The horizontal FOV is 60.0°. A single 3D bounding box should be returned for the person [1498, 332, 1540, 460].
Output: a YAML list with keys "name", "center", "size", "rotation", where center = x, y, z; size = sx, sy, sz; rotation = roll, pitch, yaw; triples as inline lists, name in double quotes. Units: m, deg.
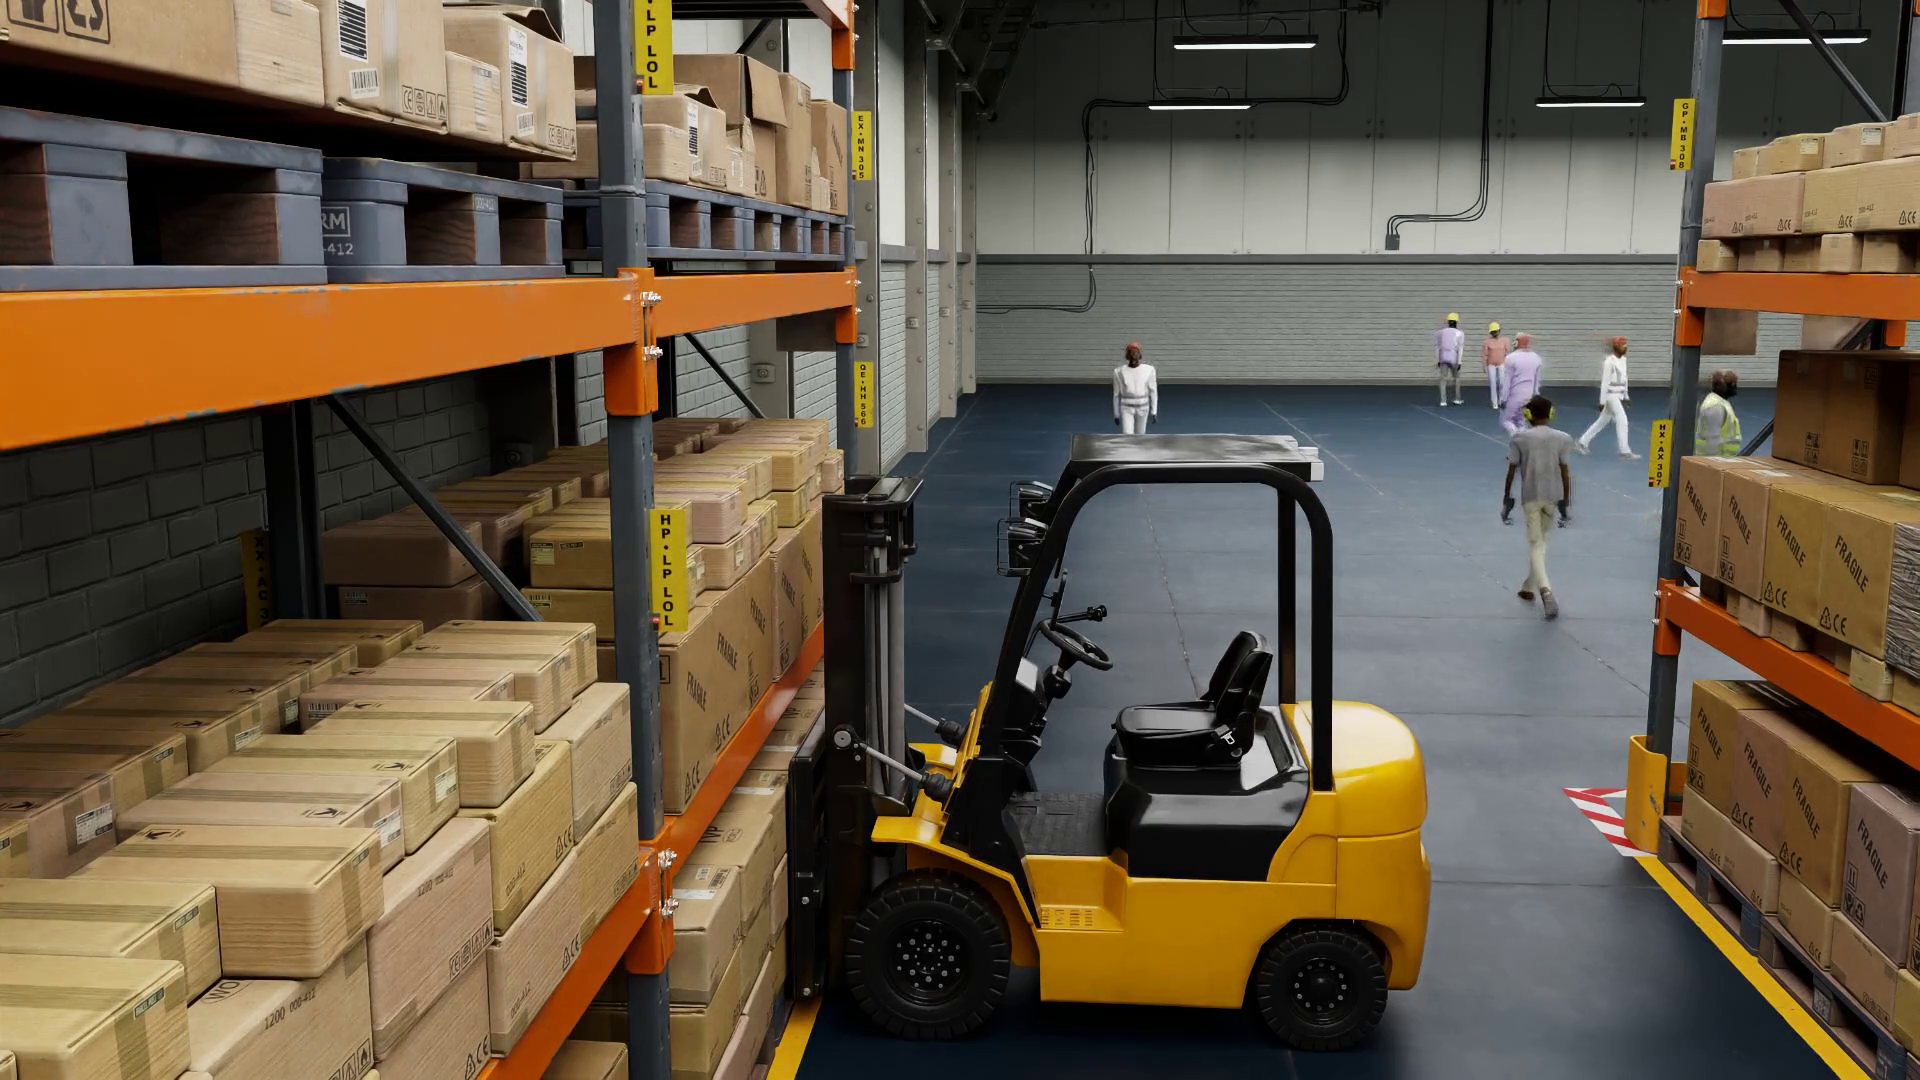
- name: "person"
  center: [8.175, -2.078, 24.277]
  size: [0.656, 1.898, 0.521]
  rotation: [-5, 10, -26]

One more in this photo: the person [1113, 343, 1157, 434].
- name: "person"
  center: [2.344, -1.734, 22.379]
  size: [0.578, 1.843, 0.975]
  rotation: [0, 9, -1]

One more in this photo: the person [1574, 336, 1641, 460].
- name: "person"
  center: [9.681, -2.136, 24.819]
  size: [0.979, 1.845, 0.571]
  rotation: [7, 12, 36]

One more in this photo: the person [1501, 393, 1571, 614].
- name: "person"
  center: [4.830, -0.310, 13.886]
  size: [0.535, 1.809, 0.948]
  rotation: [1, 9, 3]

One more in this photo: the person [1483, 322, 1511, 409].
- name: "person"
  center: [10.705, -3.476, 33.182]
  size: [0.551, 1.738, 0.444]
  rotation: [2, 10, 14]

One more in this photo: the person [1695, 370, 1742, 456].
- name: "person"
  center: [7.646, -0.836, 16.986]
  size: [0.697, 1.820, 0.633]
  rotation: [5, 10, 25]

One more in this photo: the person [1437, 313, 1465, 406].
- name: "person"
  center: [10.071, -3.692, 34.077]
  size: [0.593, 1.894, 0.857]
  rotation: [6, 11, 33]
